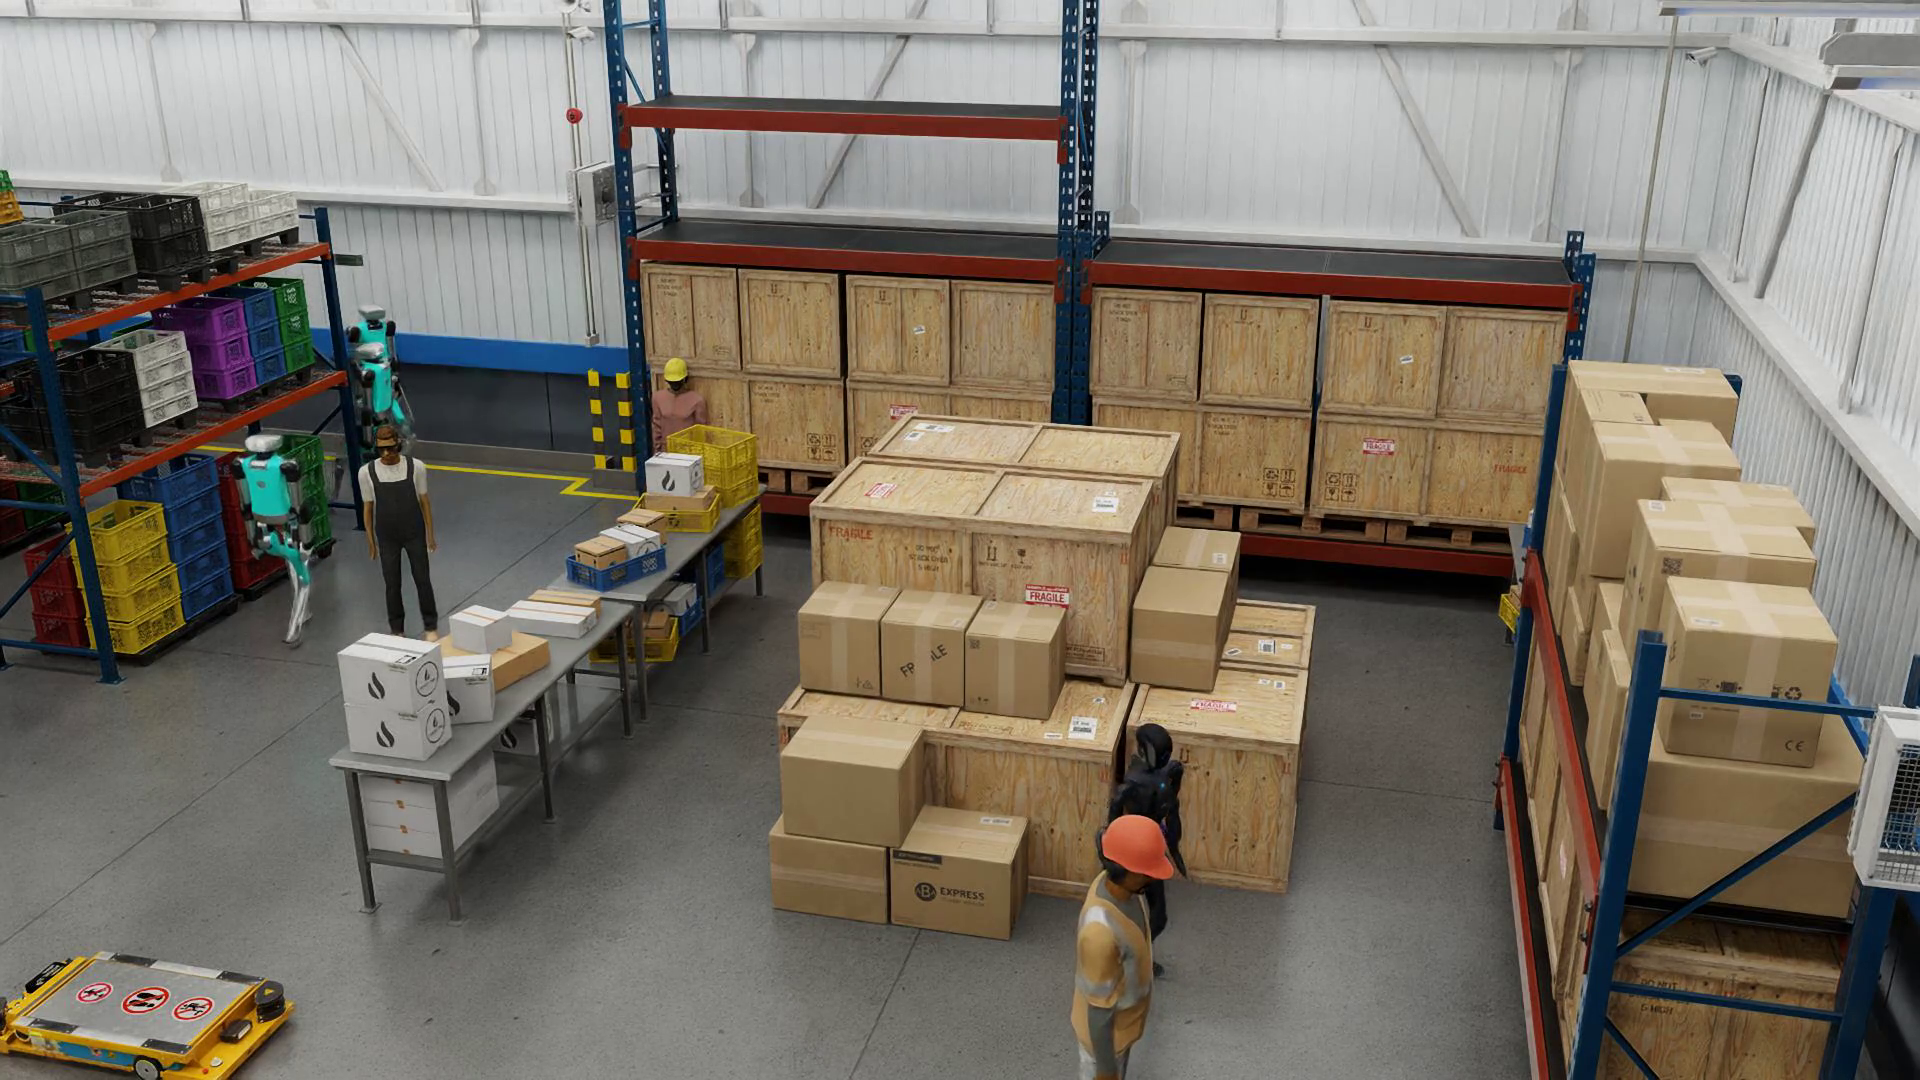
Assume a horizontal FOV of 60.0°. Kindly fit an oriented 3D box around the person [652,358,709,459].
[{"bbox_3d":[-2.524,-0.796,15.044,0.522,1.761,0.336,4,21,9],"label":"person"}]

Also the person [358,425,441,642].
[{"bbox_3d":[-4.348,-0.025,12.926,0.506,1.837,0.333,-7,22,-18],"label":"person"}]

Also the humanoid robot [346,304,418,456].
[{"bbox_3d":[-5.757,-1.461,16.818,0.672,1.803,0.561,15,25,33],"label":"humanoid robot"}]

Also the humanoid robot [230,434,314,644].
[{"bbox_3d":[-5.289,-0.054,13.111,0.546,1.727,0.987,2,21,5],"label":"humanoid robot"}]

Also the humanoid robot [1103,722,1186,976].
[{"bbox_3d":[0.924,1.672,8.699,0.609,1.639,0.389,-18,28,-39],"label":"humanoid robot"}]

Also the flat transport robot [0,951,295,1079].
[{"bbox_3d":[-4.270,2.464,8.601,1.431,0.231,0.659,5,22,13],"label":"flat transport robot"}]

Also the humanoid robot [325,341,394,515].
[{"bbox_3d":[-5.752,-1.007,15.642,0.947,1.765,0.537,2,21,6],"label":"humanoid robot"}]

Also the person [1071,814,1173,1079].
[{"bbox_3d":[0.680,2.080,7.136,0.391,2.033,0.604,5,22,13],"label":"person"}]
